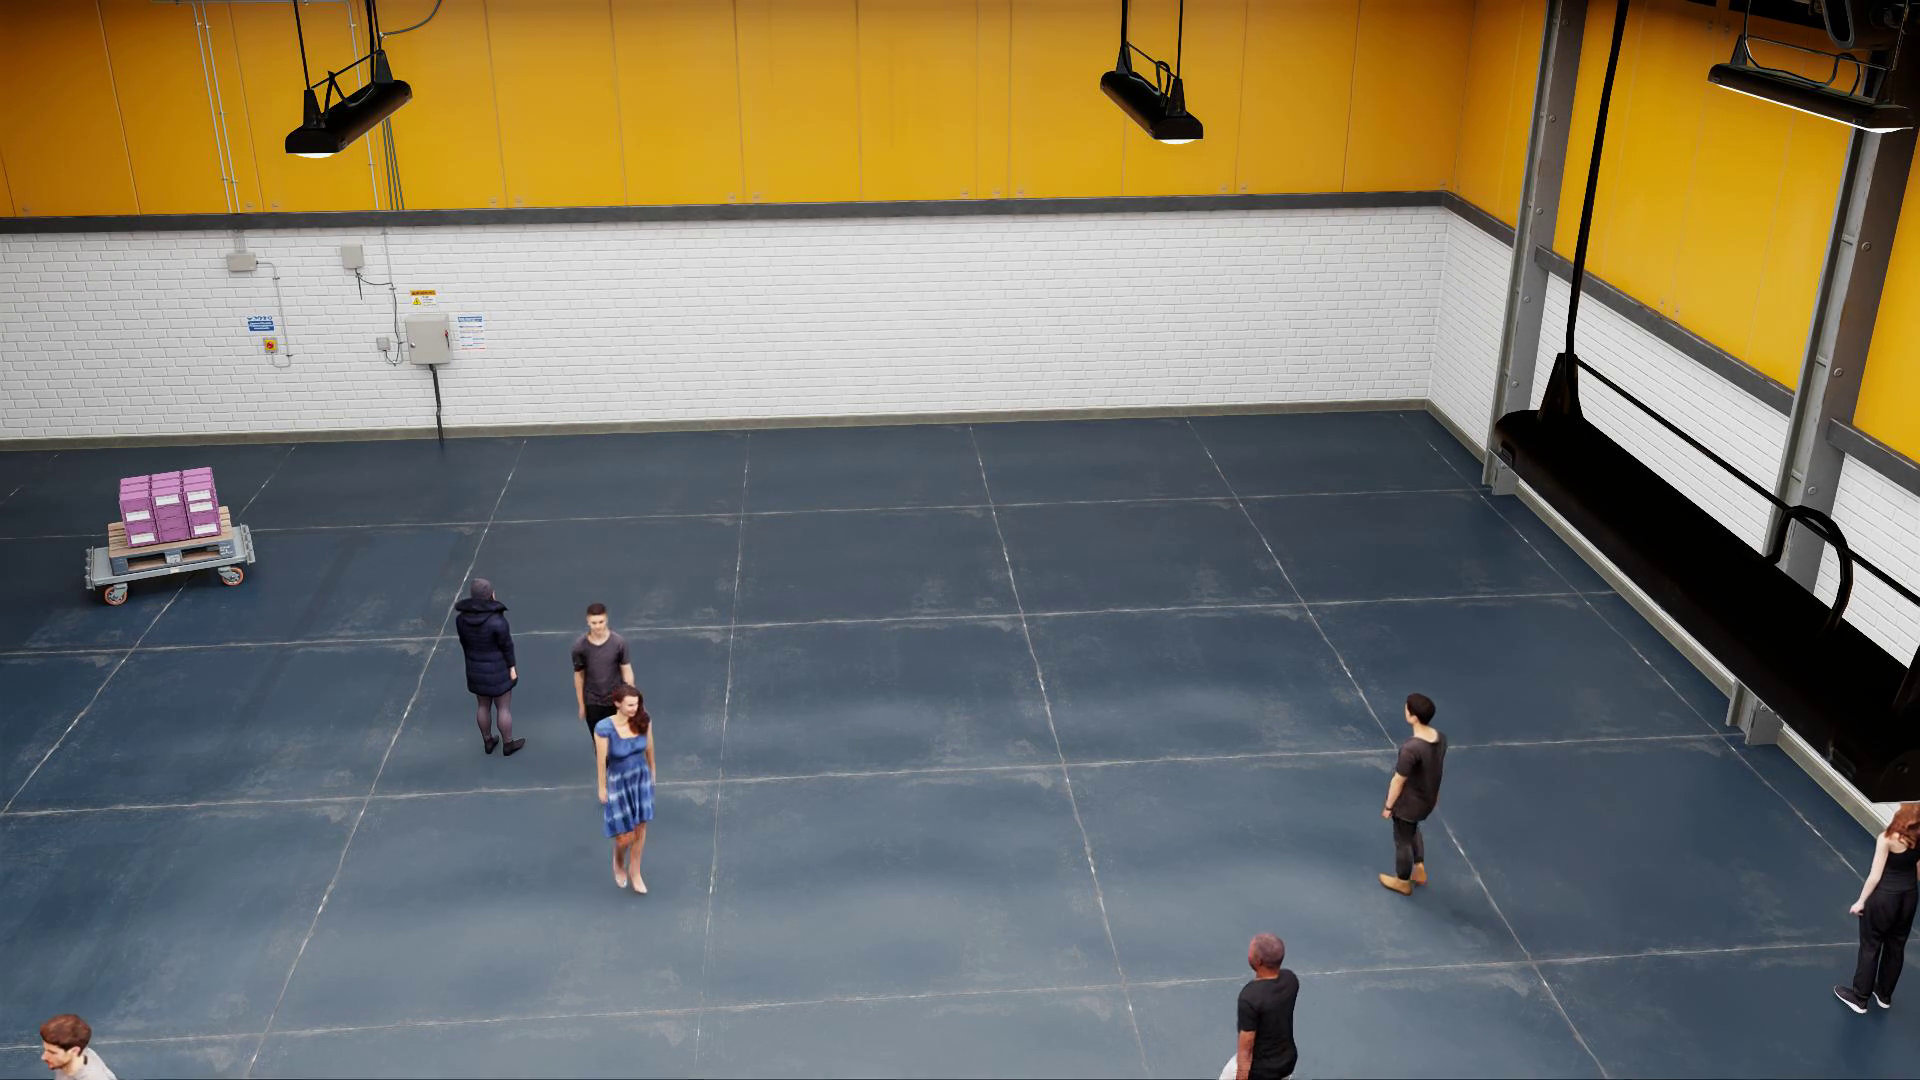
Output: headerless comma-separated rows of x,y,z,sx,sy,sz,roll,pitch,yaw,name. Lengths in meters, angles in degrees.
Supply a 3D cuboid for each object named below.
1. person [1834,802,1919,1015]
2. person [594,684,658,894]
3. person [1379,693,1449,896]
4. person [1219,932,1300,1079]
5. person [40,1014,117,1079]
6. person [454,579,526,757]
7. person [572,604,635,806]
6.354,2.446,11.337,0.600,1.747,0.539,-4,24,-9,person
-2.554,1.874,12.588,0.817,1.793,0.858,-19,30,-36,person
3.475,1.953,12.518,0.744,1.704,0.763,-16,28,-33,person
1.831,3.136,9.715,0.862,1.782,0.918,-18,30,-36,person
-4.627,3.347,9.152,1.190,1.847,1.244,19,30,37,person
-4.104,1.106,14.495,0.765,1.673,0.775,7,25,15,person
-2.961,1.309,13.941,0.686,1.745,1.024,-3,24,-8,person
